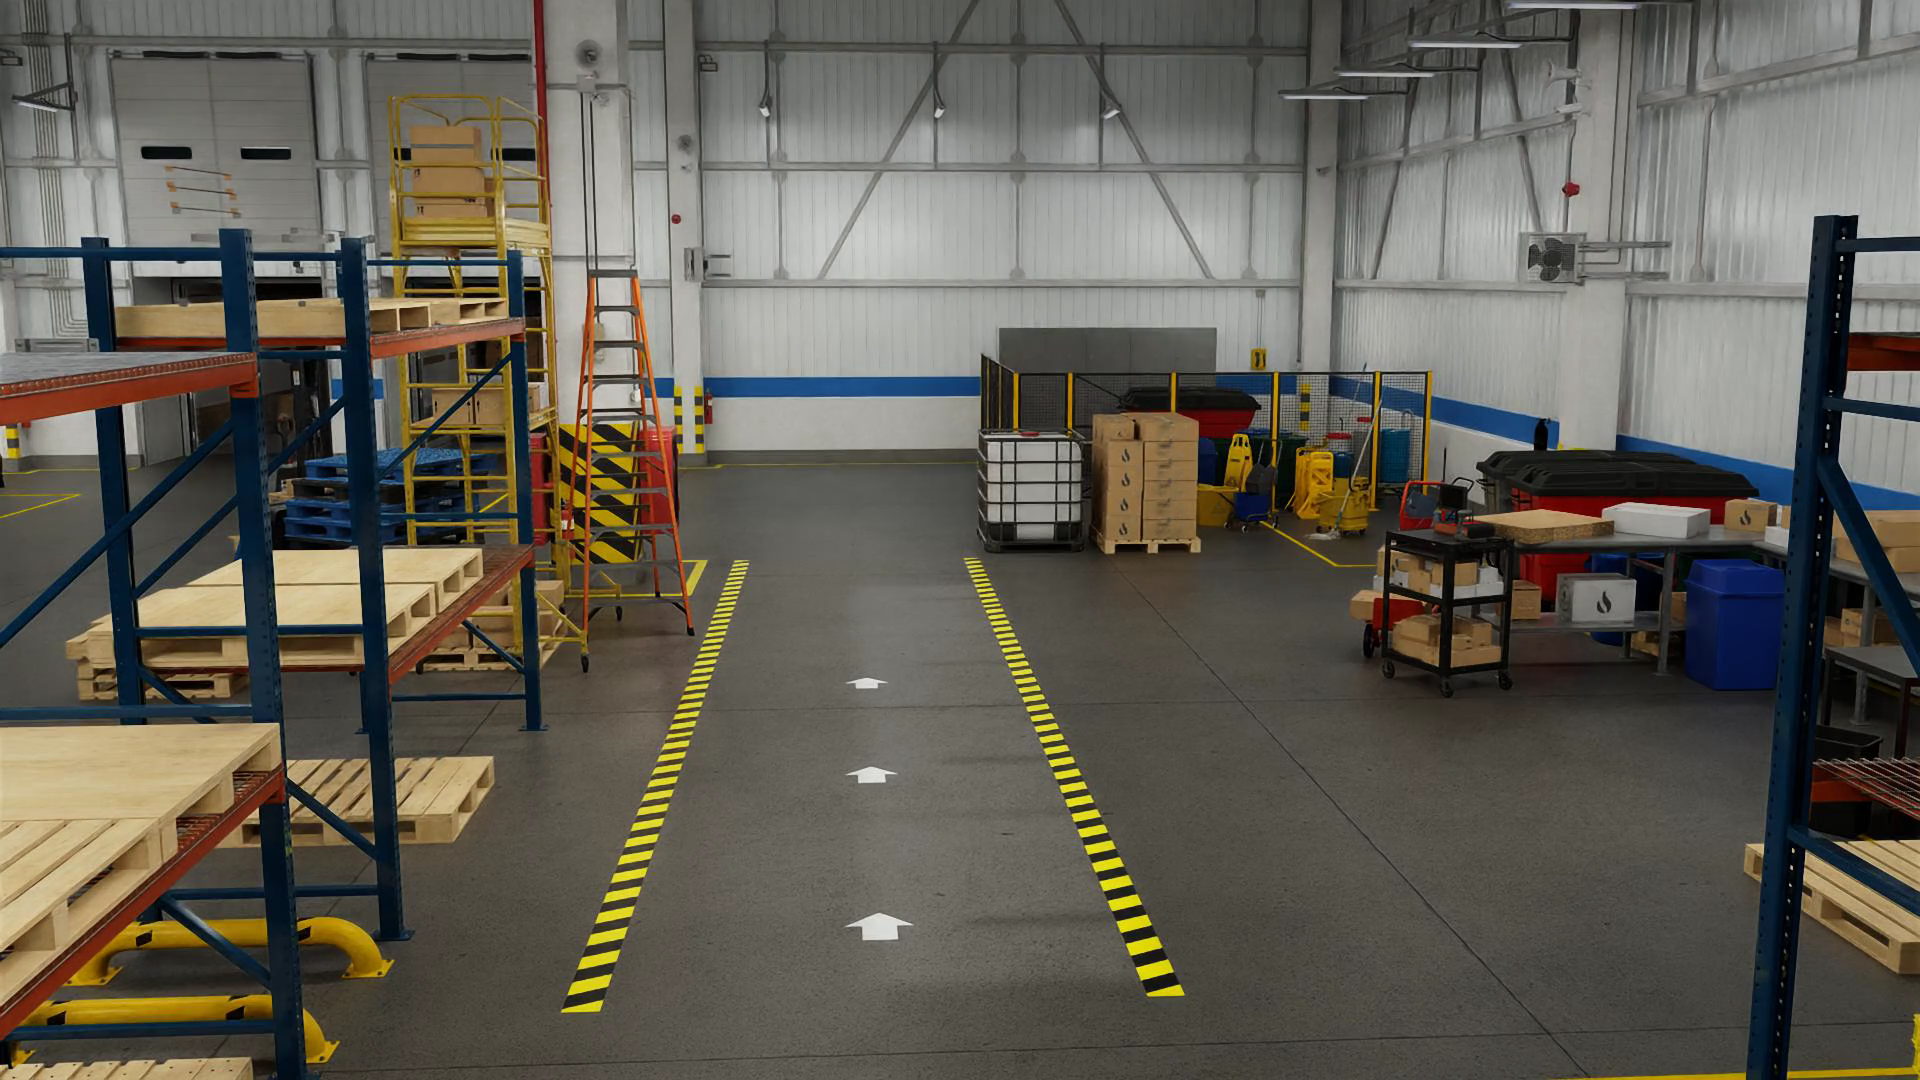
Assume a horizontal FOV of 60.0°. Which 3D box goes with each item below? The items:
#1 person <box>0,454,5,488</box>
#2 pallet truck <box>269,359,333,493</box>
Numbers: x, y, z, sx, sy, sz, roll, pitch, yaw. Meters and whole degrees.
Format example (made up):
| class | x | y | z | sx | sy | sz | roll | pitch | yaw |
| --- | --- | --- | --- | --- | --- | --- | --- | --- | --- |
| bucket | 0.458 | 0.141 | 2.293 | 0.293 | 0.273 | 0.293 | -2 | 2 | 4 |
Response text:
| class | x | y | z | sx | sy | sz | roll | pitch | yaw |
| --- | --- | --- | --- | --- | --- | --- | --- | --- | --- |
| person | -13.187 | -1.648 | 22.470 | 0.543 | 1.929 | 0.384 | 9 | 13 | 44 |
| pallet truck | -7.062 | -1.131 | 18.996 | 1.885 | 1.965 | 0.823 | 2 | 9 | 13 |
